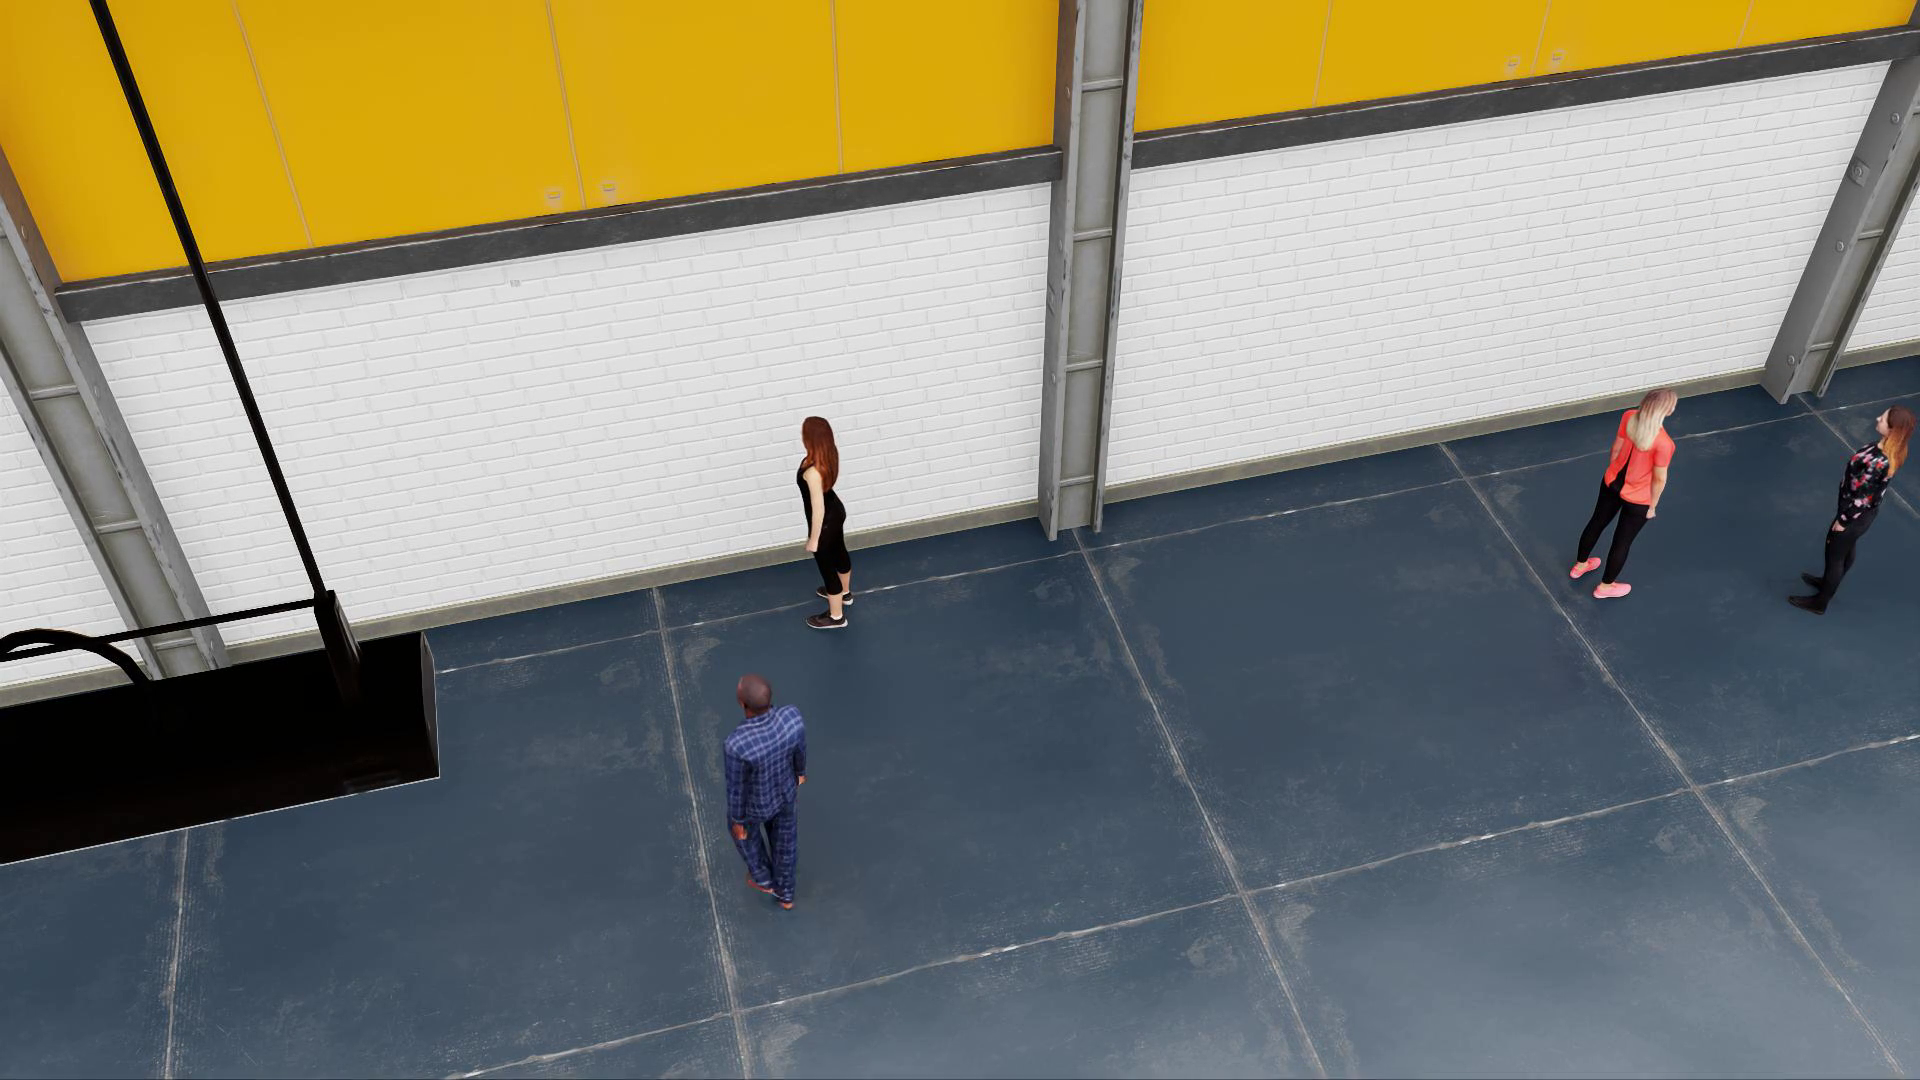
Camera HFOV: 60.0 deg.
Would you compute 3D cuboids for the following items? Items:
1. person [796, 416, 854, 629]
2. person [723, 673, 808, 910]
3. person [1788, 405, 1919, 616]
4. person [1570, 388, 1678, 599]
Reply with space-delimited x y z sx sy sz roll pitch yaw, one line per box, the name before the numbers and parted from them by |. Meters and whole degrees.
person | -0.866 -0.123 10.797 0.658 1.726 0.645 9 44 9
person | -1.023 1.442 9.090 0.709 1.814 0.846 -25 49 -24
person | 5.891 -0.199 10.908 0.715 1.684 0.617 31 52 28
person | 4.431 -0.332 11.039 0.578 1.693 0.632 -18 46 -18
